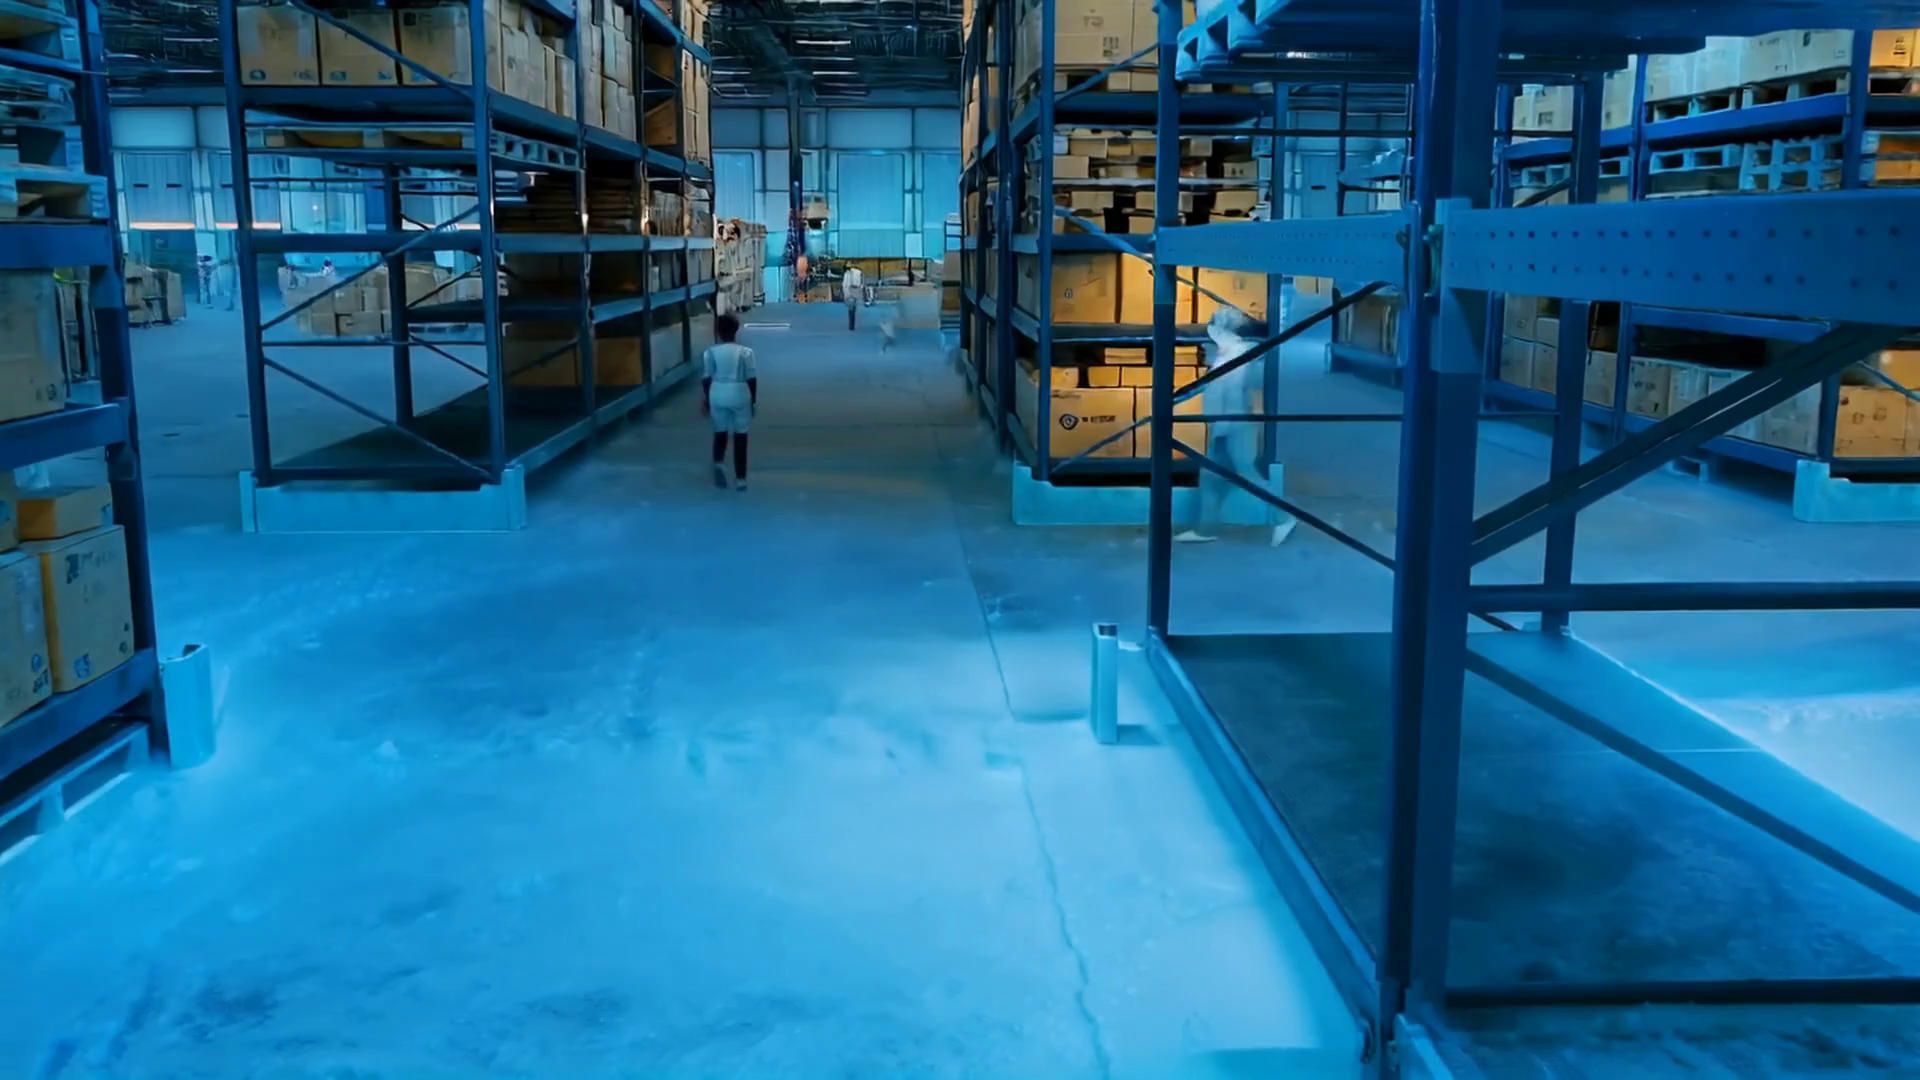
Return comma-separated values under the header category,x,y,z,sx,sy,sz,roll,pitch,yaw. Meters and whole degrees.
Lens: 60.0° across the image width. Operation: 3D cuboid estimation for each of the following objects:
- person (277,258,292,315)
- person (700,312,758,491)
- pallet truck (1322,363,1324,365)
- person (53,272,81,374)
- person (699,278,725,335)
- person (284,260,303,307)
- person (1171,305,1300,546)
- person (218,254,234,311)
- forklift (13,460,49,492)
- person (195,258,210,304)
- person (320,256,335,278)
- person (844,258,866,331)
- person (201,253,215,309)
category,x,y,z,sx,sy,sz,roll,pitch,yaw
person,-21.668,-8.177,53.612,0.687,1.818,0.665,-10,14,-44
person,-2.167,-1.297,15.684,0.531,1.687,0.374,0,10,1
pallet truck,7.712,-4.157,30.737,1.885,1.965,0.823,3,11,16
person,-15.681,-3.776,29.106,0.515,1.820,0.611,8,13,39
person,-4.863,-4.297,32.502,0.535,1.640,0.892,-7,12,-34
person,-23.138,-8.867,57.793,0.876,1.700,0.524,-1,10,-6
person,2.159,-0.879,12.835,0.923,1.871,0.654,0,10,1
person,-25.034,-8.759,56.610,0.534,1.908,0.622,-2,10,-11
forklift,-6.687,-0.882,10.033,1.873,2.768,1.129,-3,11,-15
person,-28.707,-9.910,63.085,0.754,1.898,0.549,6,12,29
person,-19.181,-7.678,50.582,0.614,1.919,0.395,7,12,33
person,-2.757,-6.427,43.629,0.576,1.904,0.400,-1,10,-8
person,-26.328,-9.071,58.249,0.389,1.949,0.603,-4,11,-23
